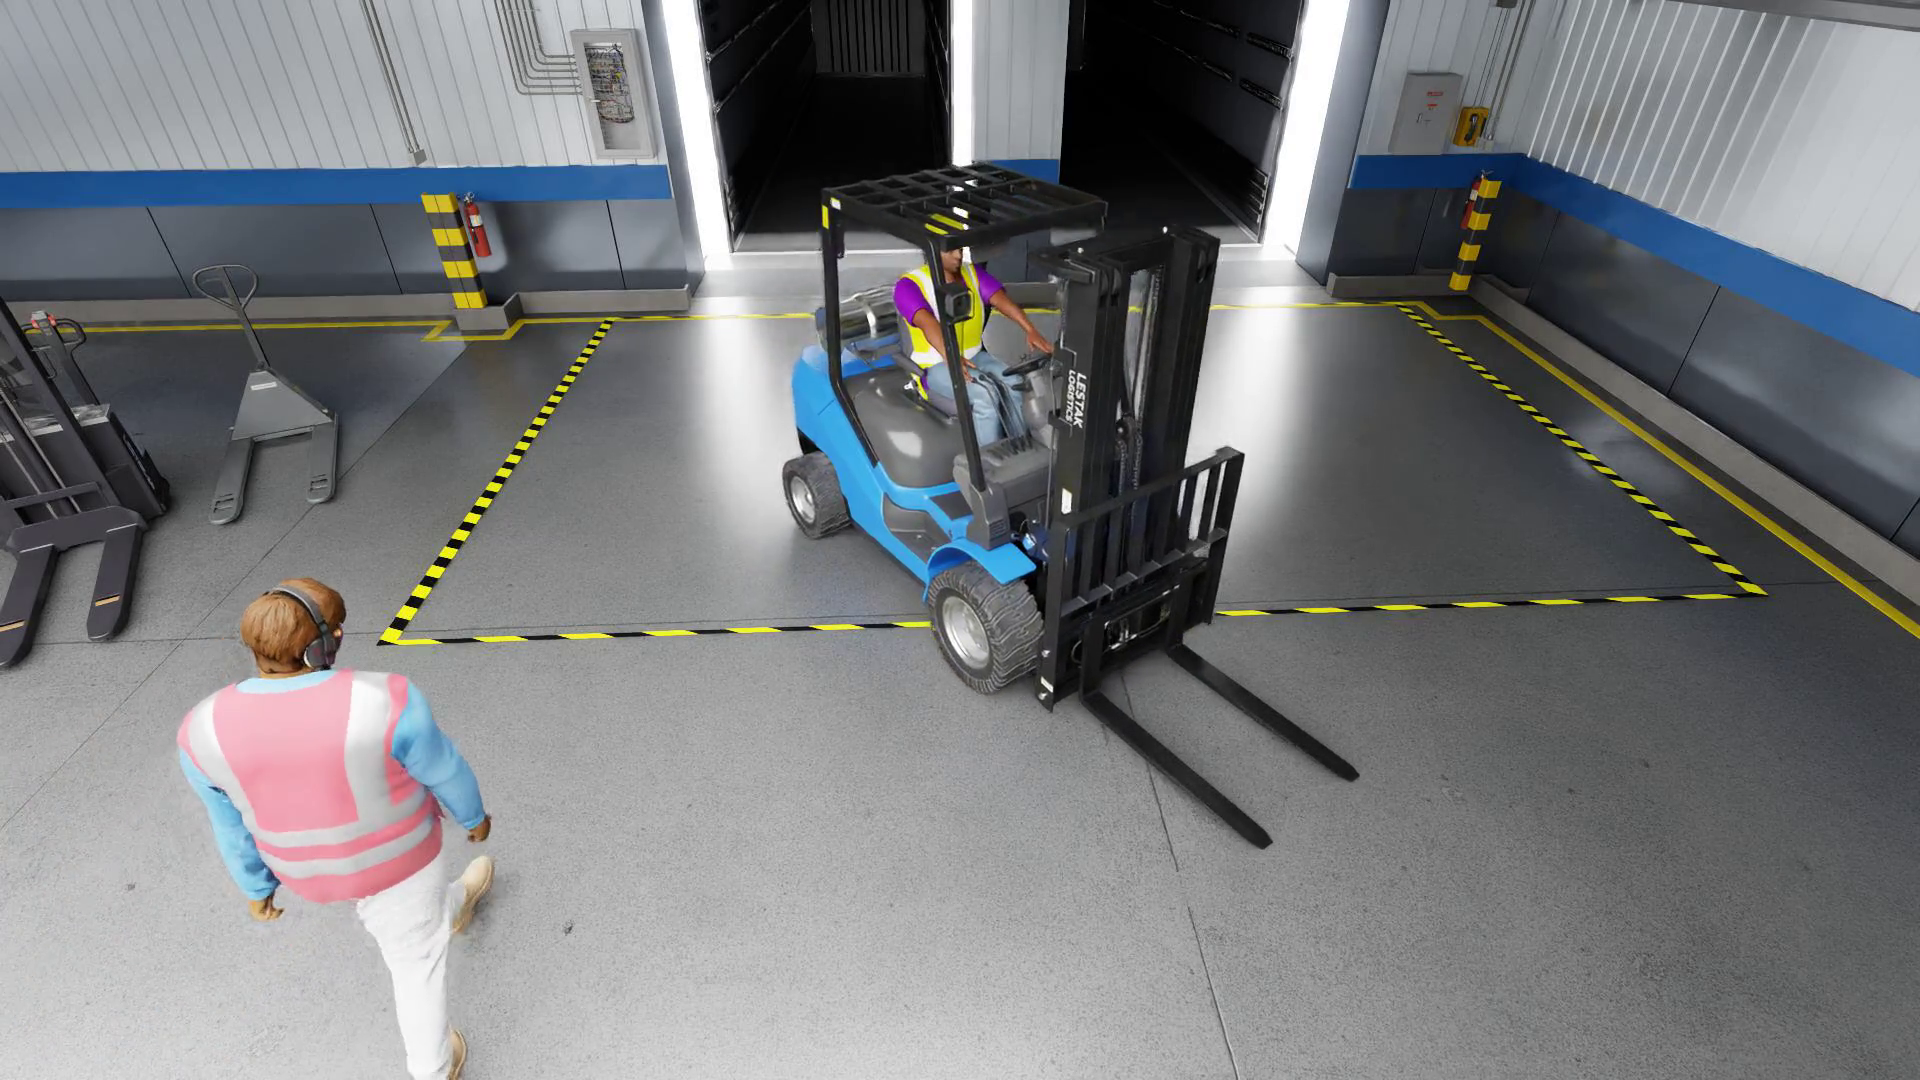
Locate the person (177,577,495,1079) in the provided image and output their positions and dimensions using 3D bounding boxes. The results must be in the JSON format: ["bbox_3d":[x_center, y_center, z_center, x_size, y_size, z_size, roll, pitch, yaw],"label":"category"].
[{"bbox_3d":[-1.819,0.913,2.856,0.650,1.791,0.935,-4,35,-5],"label":"person"}]

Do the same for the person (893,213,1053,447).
[{"bbox_3d":[0.106,-0.933,4.691,0.635,1.294,1.004,-22,41,-29],"label":"person"}]

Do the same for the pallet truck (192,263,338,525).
[{"bbox_3d":[-4.778,-1.027,6.128,0.680,1.201,1.601,-17,38,-23],"label":"pallet truck"}]

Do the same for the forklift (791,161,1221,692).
[{"bbox_3d":[0.077,-0.809,4.841,1.157,2.036,2.680,-22,41,-29],"label":"forklift"}]

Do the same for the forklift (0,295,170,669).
[{"bbox_3d":[-5.212,-0.618,4.878,0.823,1.965,1.885,-20,39,-26],"label":"forklift"}]
